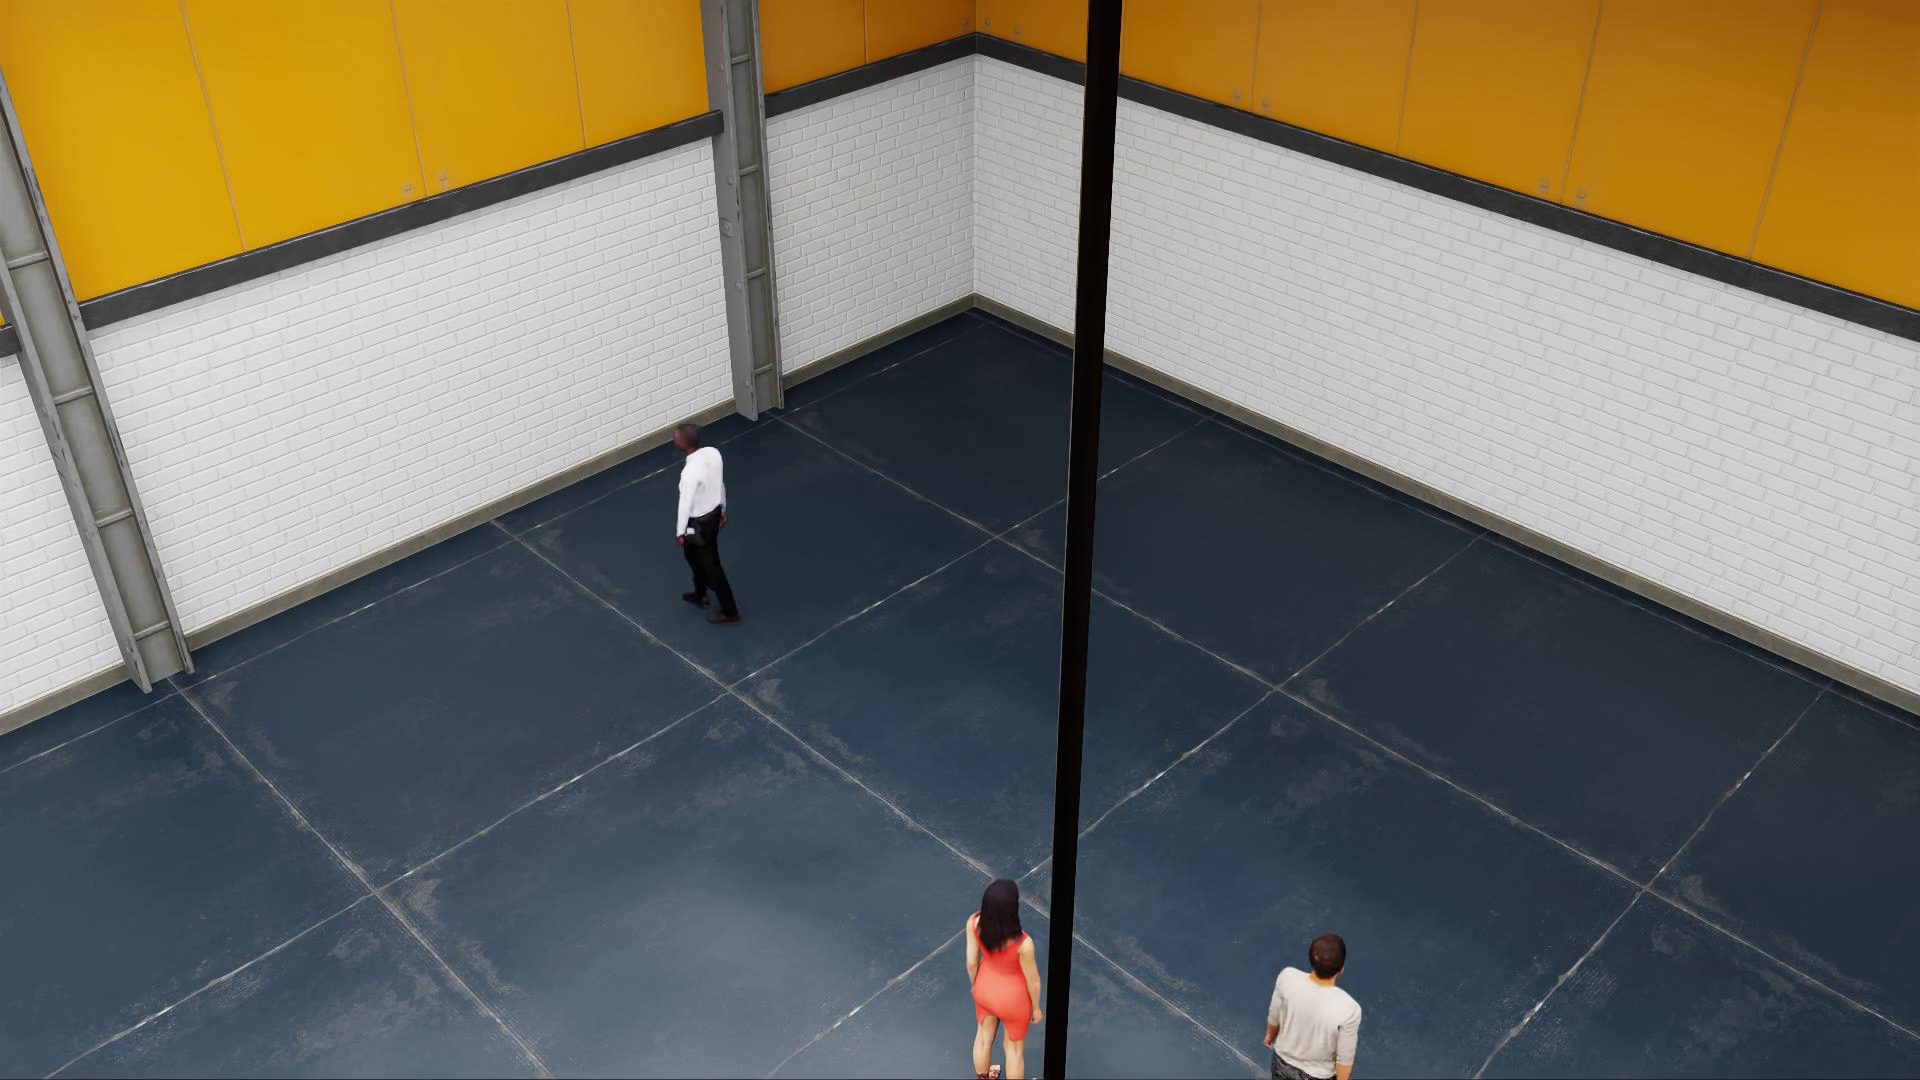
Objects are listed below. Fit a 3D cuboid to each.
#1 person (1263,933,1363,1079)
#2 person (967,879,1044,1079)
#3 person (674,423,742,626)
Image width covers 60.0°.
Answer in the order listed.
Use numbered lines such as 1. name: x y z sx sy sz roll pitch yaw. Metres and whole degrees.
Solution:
1. person: 1.779 2.799 8.735 0.830 1.785 1.193 19 38 26
2. person: 0.235 2.521 9.212 0.646 1.718 0.617 17 37 24
3. person: -1.922 -0.088 13.048 0.907 1.817 0.891 11 35 16
